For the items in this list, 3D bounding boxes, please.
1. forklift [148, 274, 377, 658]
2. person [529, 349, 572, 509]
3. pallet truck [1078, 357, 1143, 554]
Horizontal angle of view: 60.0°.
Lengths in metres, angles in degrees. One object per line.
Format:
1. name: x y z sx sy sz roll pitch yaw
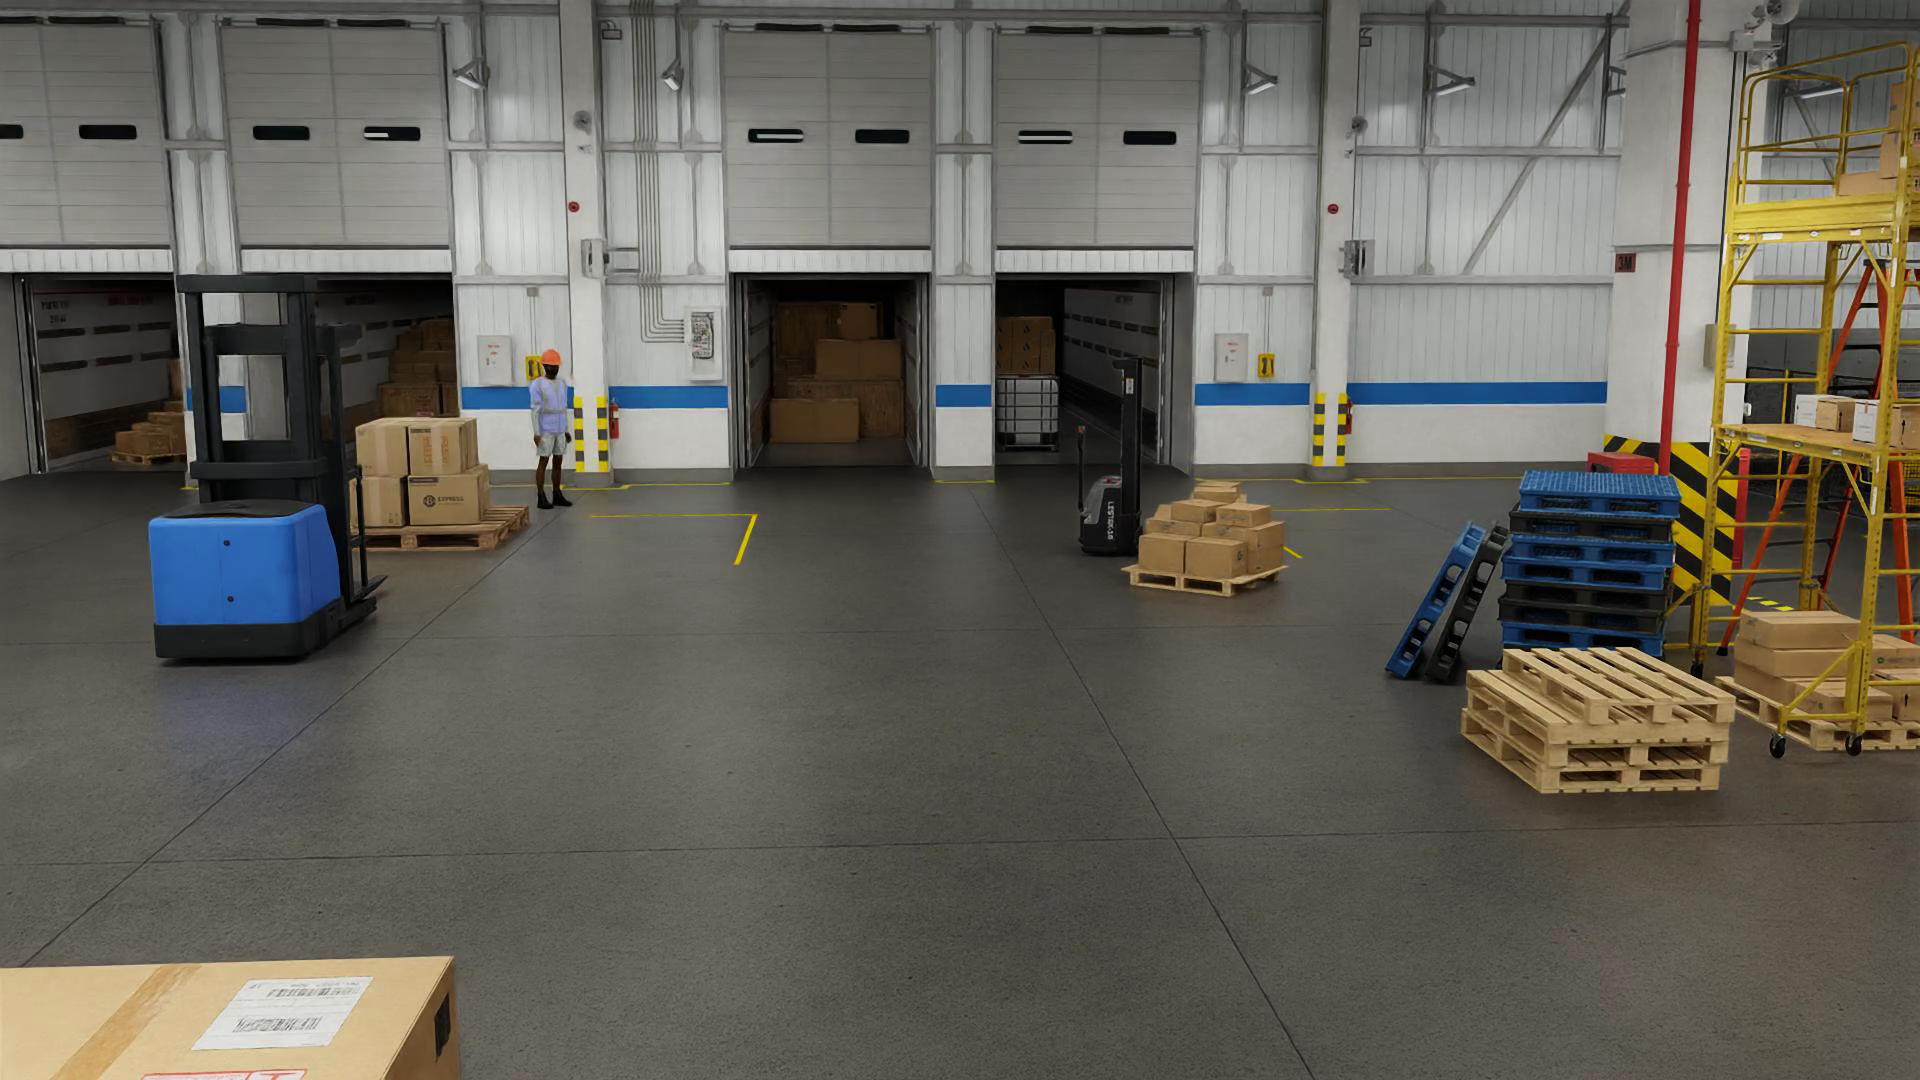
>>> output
1. forklift: -5.348 -0.627 12.681 1.129 2.768 1.873 -1 9 -4
2. person: -4.928 -1.344 20.140 0.374 1.935 0.552 7 11 35
3. pallet truck: 2.088 -0.836 16.757 1.885 1.965 0.823 2 9 13
